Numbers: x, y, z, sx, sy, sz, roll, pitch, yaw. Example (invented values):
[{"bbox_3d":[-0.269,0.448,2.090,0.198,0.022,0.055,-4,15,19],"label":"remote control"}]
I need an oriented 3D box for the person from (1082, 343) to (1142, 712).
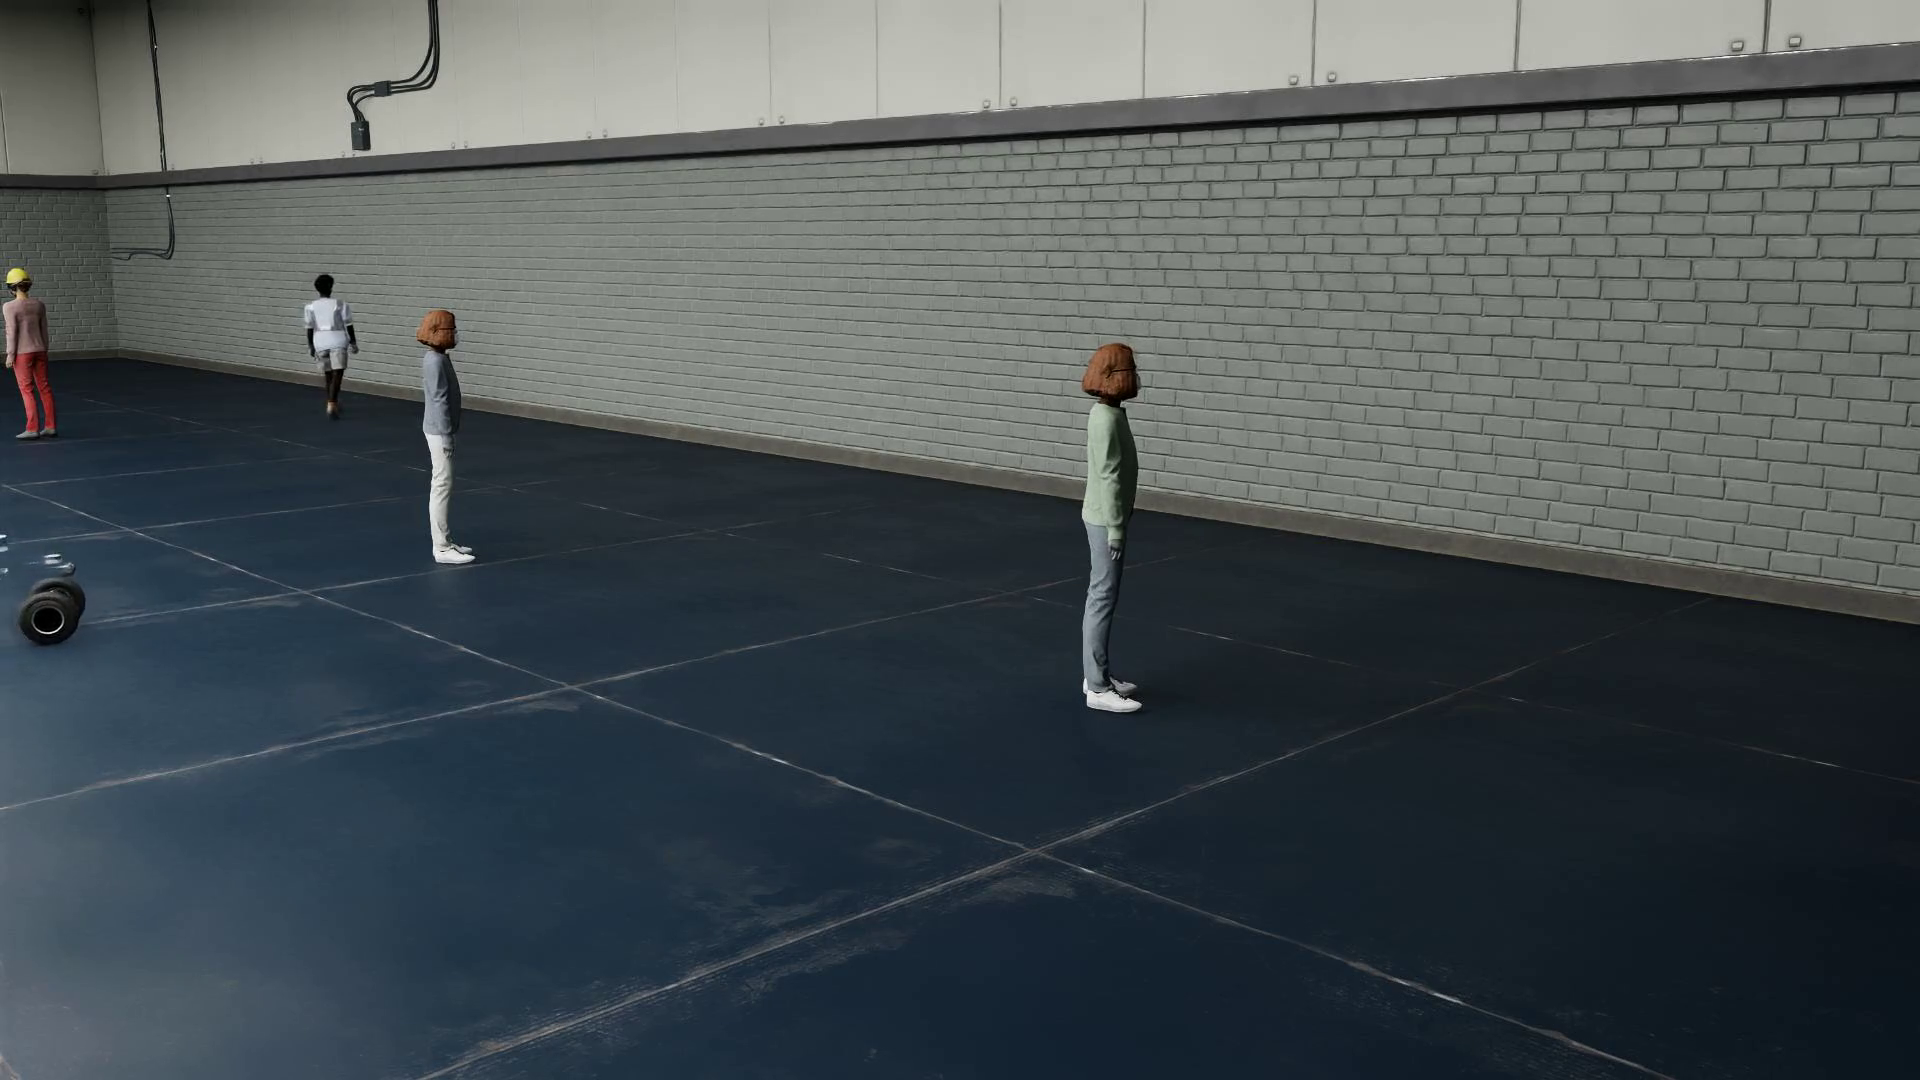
[{"bbox_3d":[0.684,-0.064,7.481,0.284,1.636,0.500,1,10,3],"label":"person"}]

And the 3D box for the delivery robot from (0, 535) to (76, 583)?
[{"bbox_3d":[-5.051,0.091,8.728,0.698,0.223,0.335,-4,11,-23],"label":"delivery robot"}]

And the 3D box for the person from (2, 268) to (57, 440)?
[{"bbox_3d":[-9.741,-1.939,17.353,0.328,1.767,0.532,3,11,15],"label":"person"}]

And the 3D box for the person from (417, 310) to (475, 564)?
[{"bbox_3d":[-3.350,-0.676,10.827,0.280,1.633,0.500,-3,11,-18],"label":"person"}]

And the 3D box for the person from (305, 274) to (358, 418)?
[{"bbox_3d":[-7.354,-2.269,19.427,0.532,1.664,0.827,1,10,4],"label":"person"}]
